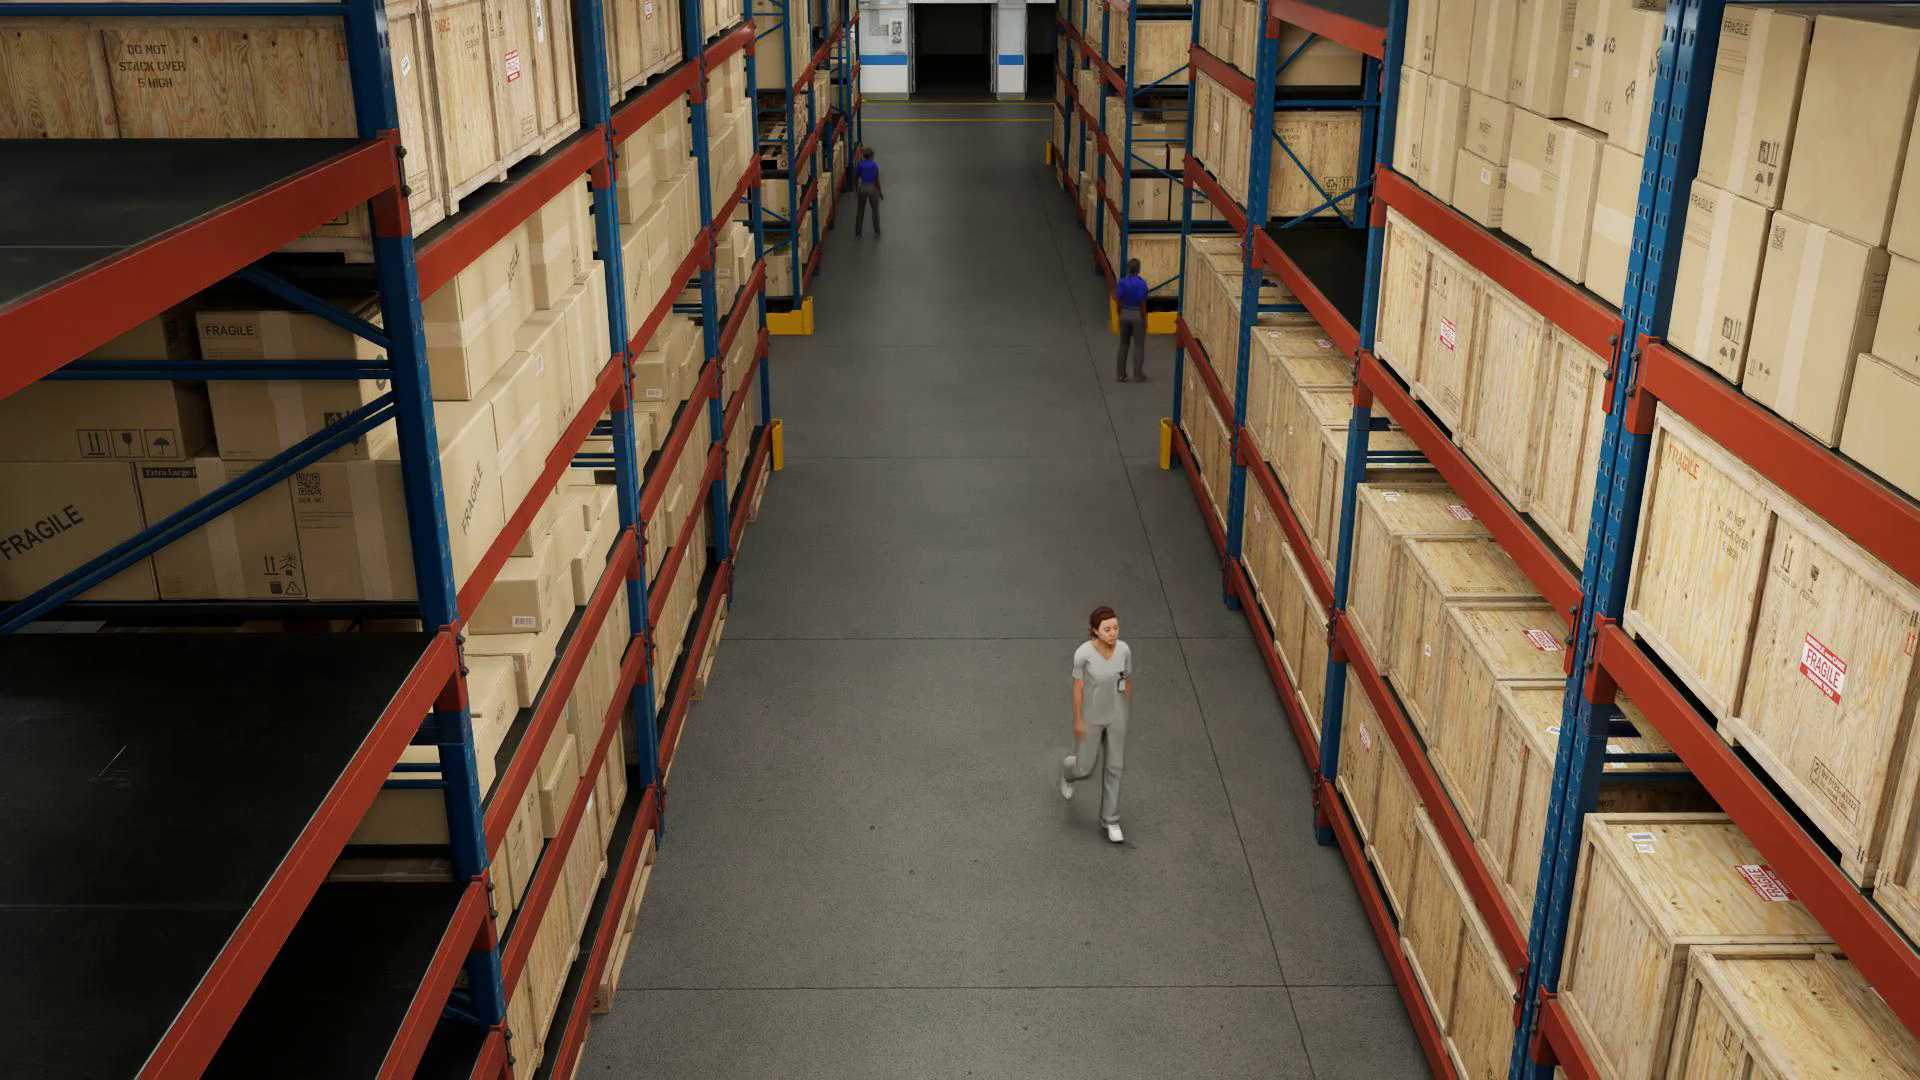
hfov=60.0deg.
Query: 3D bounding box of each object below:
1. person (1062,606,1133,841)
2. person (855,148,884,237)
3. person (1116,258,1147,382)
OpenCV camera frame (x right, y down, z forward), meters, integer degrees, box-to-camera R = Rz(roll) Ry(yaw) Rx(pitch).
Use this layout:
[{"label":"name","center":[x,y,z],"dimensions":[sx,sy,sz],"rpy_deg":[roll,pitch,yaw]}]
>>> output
[{"label":"person","center":[0.971,1.217,11.543],"dimensions":[0.439,1.670,0.692],"rpy_deg":[-5,22,-13]},{"label":"person","center":[-1.686,-6.512,31.150],"dimensions":[0.582,1.653,0.522],"rpy_deg":[7,23,17]},{"label":"person","center":[2.299,-2.935,22.105],"dimensions":[0.438,1.657,0.350],"rpy_deg":[11,24,25]}]
